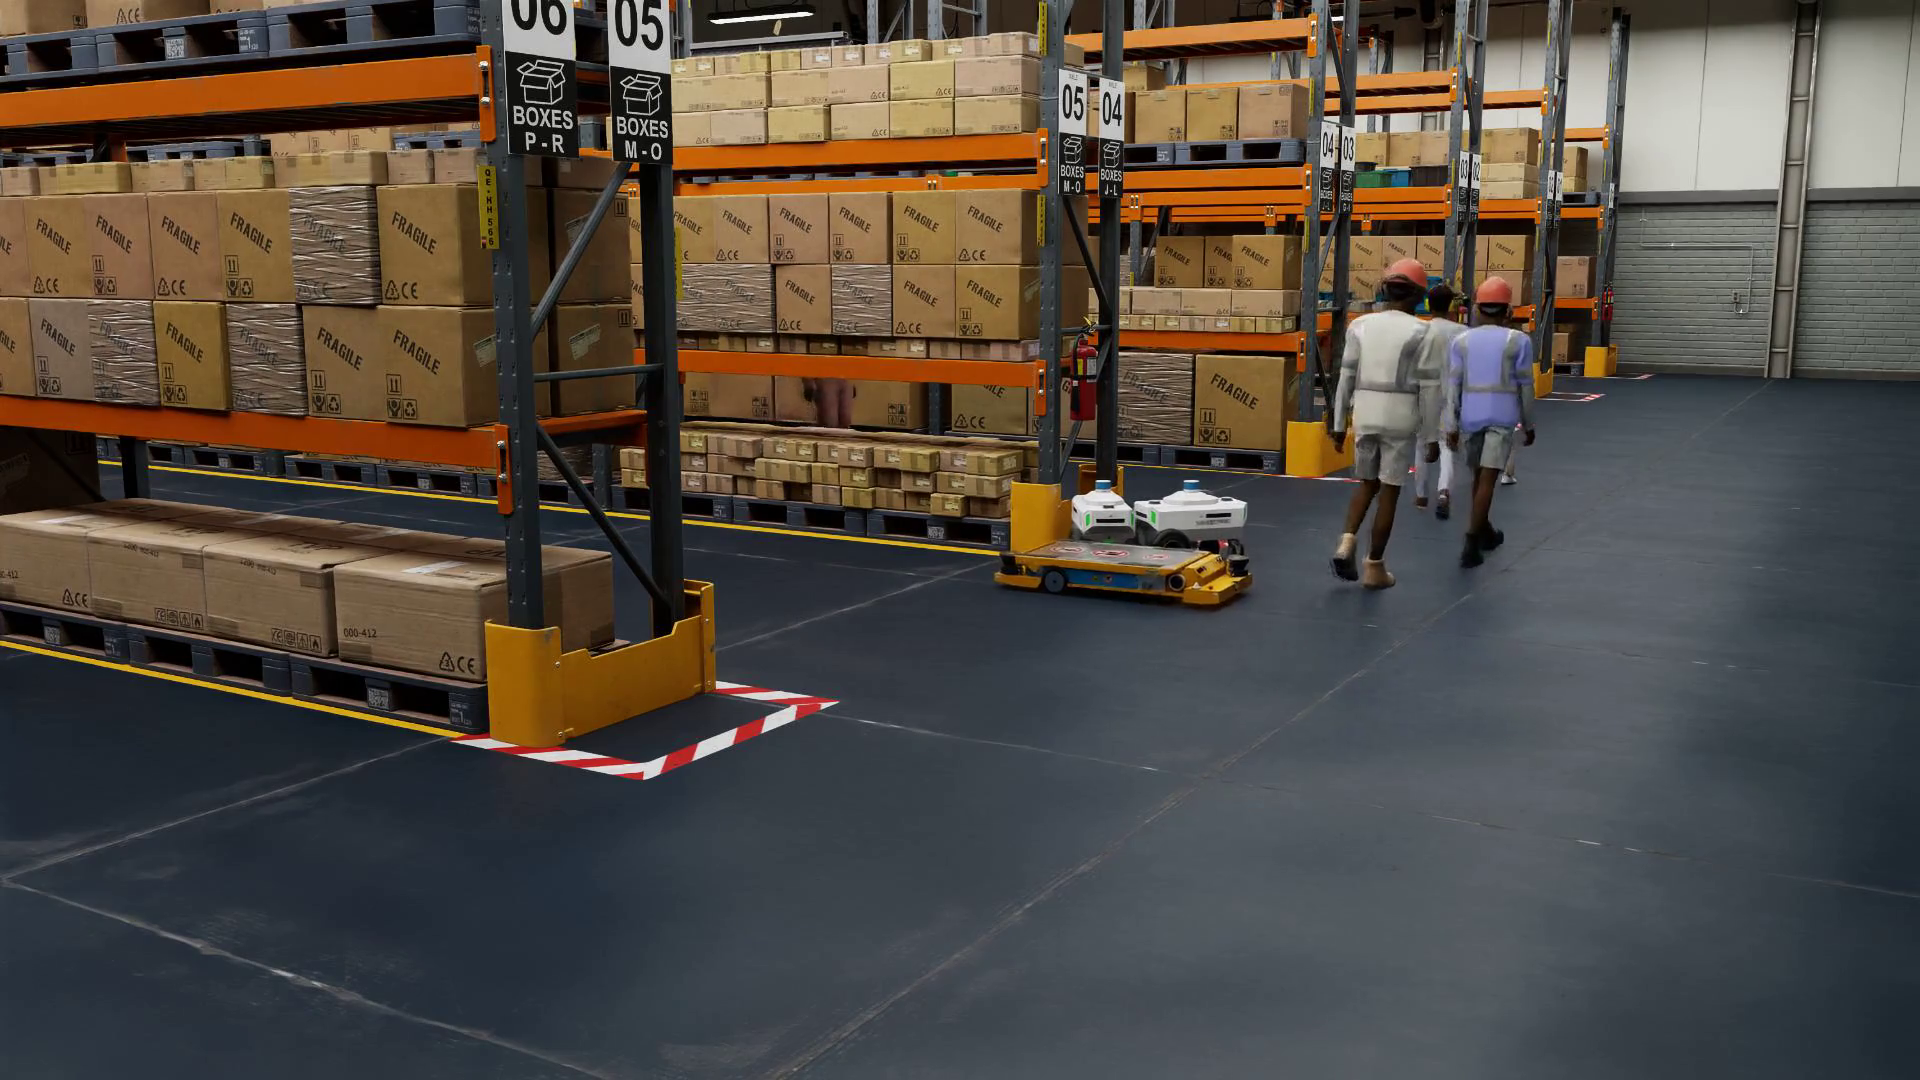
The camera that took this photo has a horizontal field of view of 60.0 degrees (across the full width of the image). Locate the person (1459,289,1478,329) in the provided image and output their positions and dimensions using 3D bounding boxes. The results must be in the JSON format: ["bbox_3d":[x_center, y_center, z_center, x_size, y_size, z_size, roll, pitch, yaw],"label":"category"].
[{"bbox_3d":[7.094,-2.776,23.522,0.694,1.607,0.504,3,10,16],"label":"person"}]

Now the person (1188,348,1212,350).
[{"bbox_3d":[2.805,-2.345,20.085,0.633,1.909,0.574,4,11,23],"label":"person"}]

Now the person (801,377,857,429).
[{"bbox_3d":[-1.171,-1.423,14.740,0.589,1.890,0.663,7,12,34],"label":"person"}]

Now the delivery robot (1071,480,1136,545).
[{"bbox_3d":[0.938,-0.152,10.944,0.477,0.478,0.707,-1,10,-3],"label":"delivery robot"}]

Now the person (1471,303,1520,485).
[{"bbox_3d":[4.767,-1.306,14.800,0.520,1.639,0.312,4,11,24],"label":"person"}]

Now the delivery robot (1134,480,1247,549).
[{"bbox_3d":[1.519,-0.152,10.945,0.707,0.478,0.477,-3,10,-17],"label":"delivery robot"}]

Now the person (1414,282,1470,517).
[{"bbox_3d":[3.764,-1.108,13.104,0.527,1.838,0.908,2,10,10],"label":"person"}]

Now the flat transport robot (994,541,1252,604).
[{"bbox_3d":[0.991,0.178,10.115,1.431,0.197,0.652,5,11,26],"label":"flat transport robot"}]

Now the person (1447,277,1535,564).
[{"bbox_3d":[3.544,-0.803,11.150,0.543,1.895,1.010,8,12,38],"label":"person"}]

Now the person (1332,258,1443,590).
[{"bbox_3d":[2.612,-0.692,10.101,0.641,2.018,0.473,9,13,43],"label":"person"}]
